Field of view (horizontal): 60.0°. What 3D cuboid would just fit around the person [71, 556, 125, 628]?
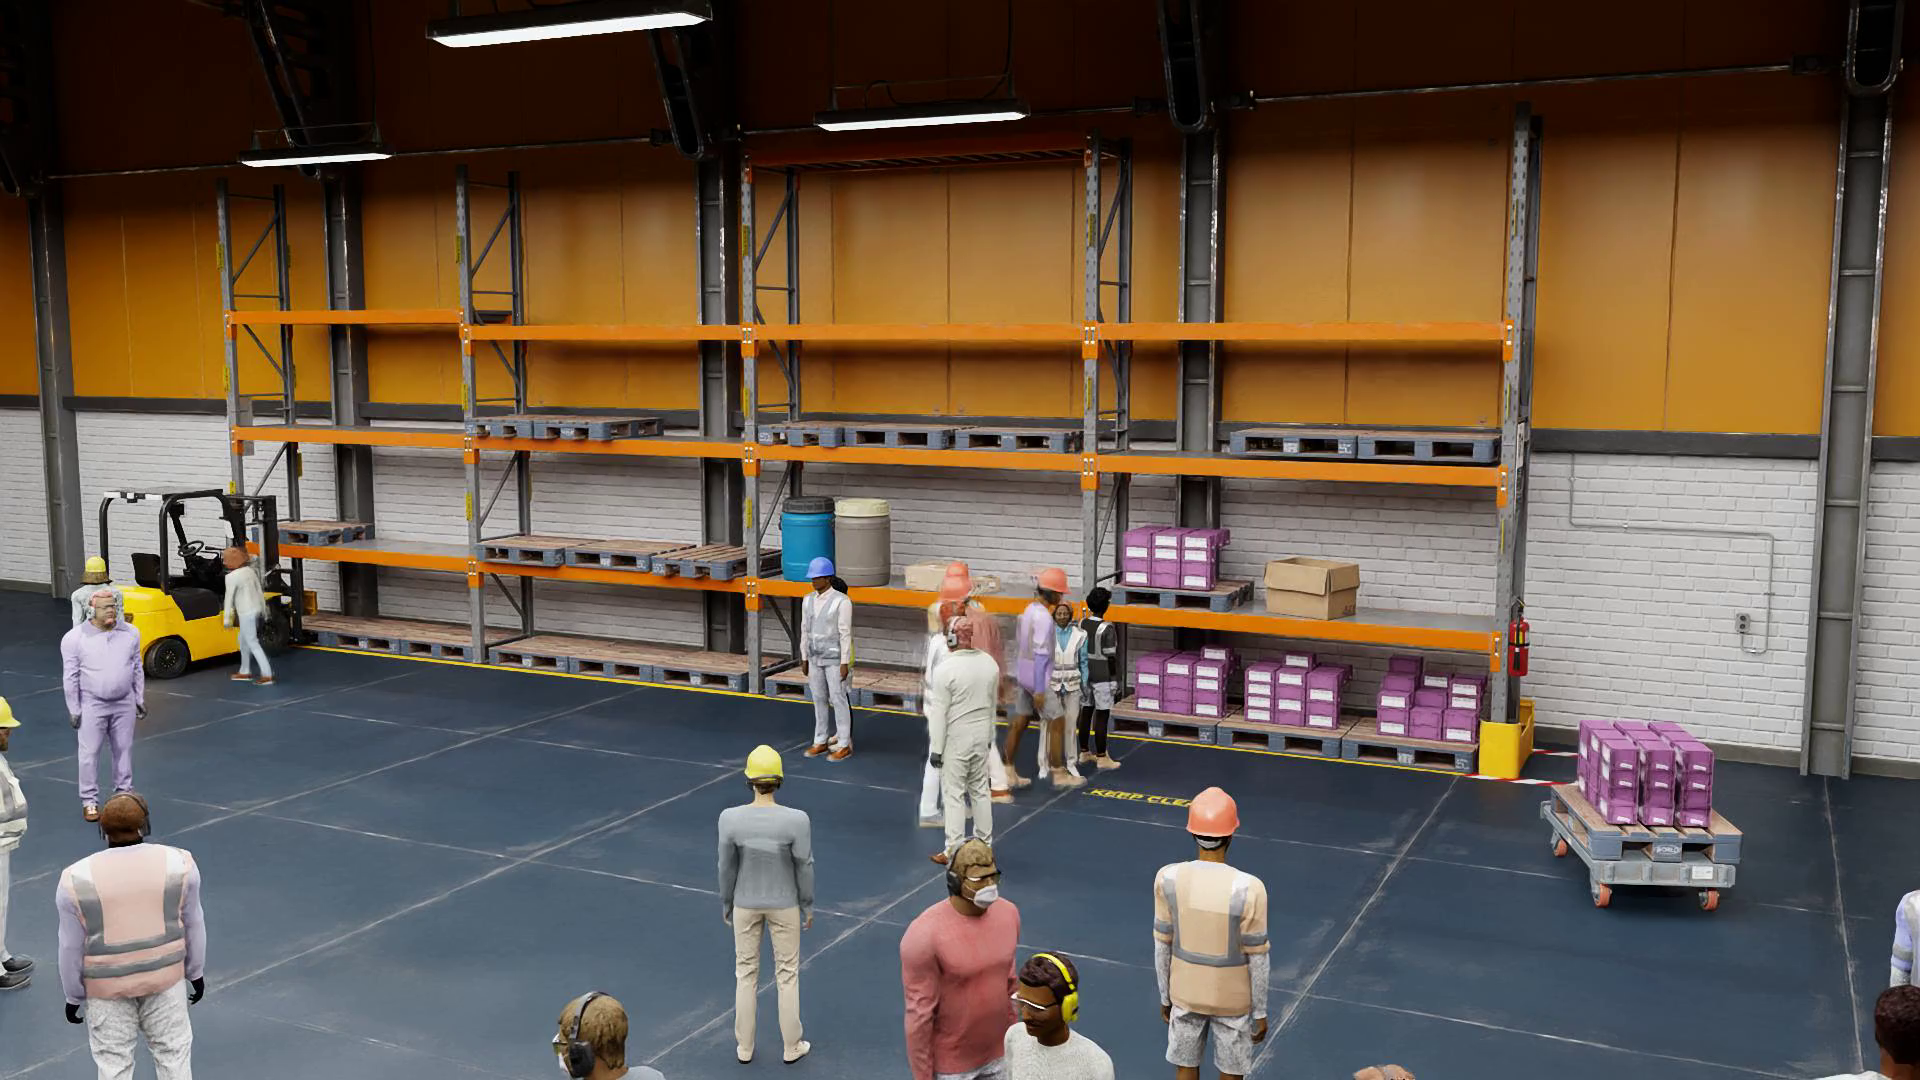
[{"bbox_3d":[-8.904,1.036,17.215,0.493,1.743,0.295,-5,8,-36],"label":"person"}]

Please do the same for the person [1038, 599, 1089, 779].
[{"bbox_3d":[0.914,1.345,15.077,0.514,1.642,0.310,-1,7,-5],"label":"person"}]

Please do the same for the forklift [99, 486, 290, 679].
[{"bbox_3d":[-9.426,0.454,20.179,1.214,2.155,2.313,3,8,26],"label":"forklift"}]

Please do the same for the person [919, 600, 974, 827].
[{"bbox_3d":[-0.043,1.417,13.544,0.662,1.861,0.592,-1,7,-6],"label":"person"}]

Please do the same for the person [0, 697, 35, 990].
[{"bbox_3d":[-5.927,1.852,10.186,0.403,1.817,0.601,-4,8,-28],"label":"person"}]

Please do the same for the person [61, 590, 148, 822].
[{"bbox_3d":[-7.092,1.361,13.849,0.399,1.912,0.642,6,9,40],"label":"person"}]

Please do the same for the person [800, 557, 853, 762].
[{"bbox_3d":[-1.271,1.121,15.737,0.612,1.942,0.405,6,9,38],"label":"person"}]

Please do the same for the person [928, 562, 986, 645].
[{"bbox_3d":[-0.027,1.164,15.360,0.542,1.938,0.358,0,7,-3],"label":"person"}]

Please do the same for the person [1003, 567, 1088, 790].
[{"bbox_3d":[0.756,1.226,14.614,0.910,1.985,0.747,-1,7,-11],"label":"person"}]

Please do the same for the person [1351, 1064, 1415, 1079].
[{"bbox_3d":[1.468,2.507,5.579,0.469,1.611,0.577,5,8,35],"label":"person"}]

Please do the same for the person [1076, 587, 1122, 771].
[{"bbox_3d":[1.281,1.276,15.406,0.316,1.700,0.540,-4,8,-33],"label":"person"}]

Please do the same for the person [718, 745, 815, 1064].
[{"bbox_3d":[-1.058,2.001,9.142,0.532,1.770,0.306,0,7,4],"label":"person"}]

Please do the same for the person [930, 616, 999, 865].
[{"bbox_3d":[0.004,1.518,12.623,0.396,1.900,0.639,7,10,44],"label":"person"}]

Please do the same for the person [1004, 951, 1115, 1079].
[{"bbox_3d":[0.327,2.351,5.878,0.327,1.862,0.510,-7,10,-44],"label":"person"}]

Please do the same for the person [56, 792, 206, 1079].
[{"bbox_3d":[-3.941,2.110,7.946,0.632,1.840,0.429,-4,8,-32],"label":"person"}]

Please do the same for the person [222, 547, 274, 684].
[{"bbox_3d":[-8.230,0.873,19.124,0.715,1.598,0.517,1,7,7],"label":"person"}]

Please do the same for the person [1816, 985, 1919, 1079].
[{"bbox_3d":[3.008,2.394,5.378,0.589,1.896,0.399,4,8,27],"label":"person"}]

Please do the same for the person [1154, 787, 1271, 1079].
[{"bbox_3d":[1.161,2.094,7.660,0.544,1.943,0.347,3,8,25],"label":"person"}]

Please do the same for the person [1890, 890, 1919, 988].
[{"bbox_3d":[4.330,2.152,7.198,0.374,1.935,0.552,-4,8,-32],"label":"person"}]

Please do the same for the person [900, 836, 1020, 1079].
[{"bbox_3d":[0.030,2.181,6.951,0.627,1.940,0.371,-7,9,-43],"label":"person"}]

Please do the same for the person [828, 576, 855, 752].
[{"bbox_3d":[-1.180,1.195,16.093,0.317,1.695,0.540,-1,7,-9],"label":"person"}]

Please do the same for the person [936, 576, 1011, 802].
[{"bbox_3d":[0.080,1.280,14.366,0.916,1.936,0.639,4,8,27],"label":"person"}]

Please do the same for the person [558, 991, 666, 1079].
[{"bbox_3d":[-1.120,2.387,5.319,0.382,1.928,0.635,2,7,16],"label":"person"}]
